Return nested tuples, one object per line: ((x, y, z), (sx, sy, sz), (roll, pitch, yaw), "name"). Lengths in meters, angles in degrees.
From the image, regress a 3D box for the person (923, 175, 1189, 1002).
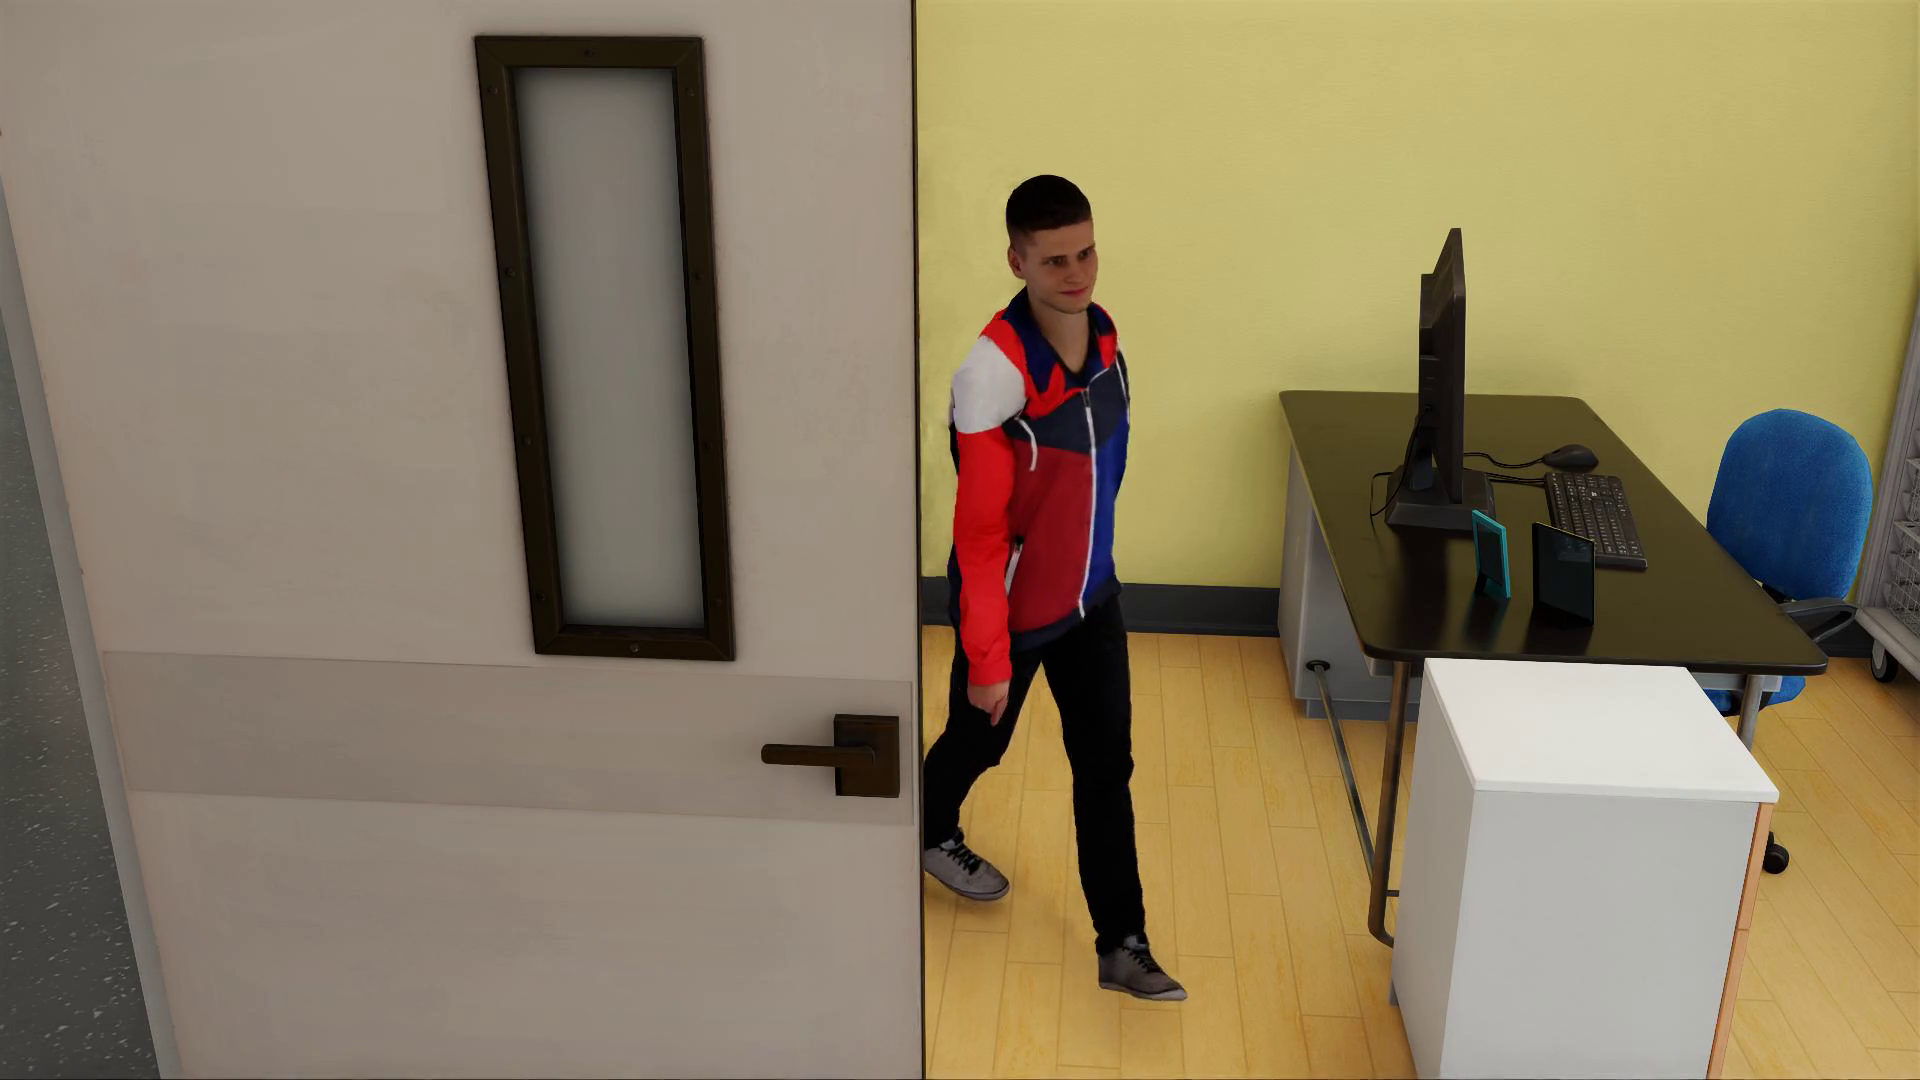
((0.110, 0.103, 3.537), (1.180, 1.710, 1.142), (18, 27, 40), "person")
